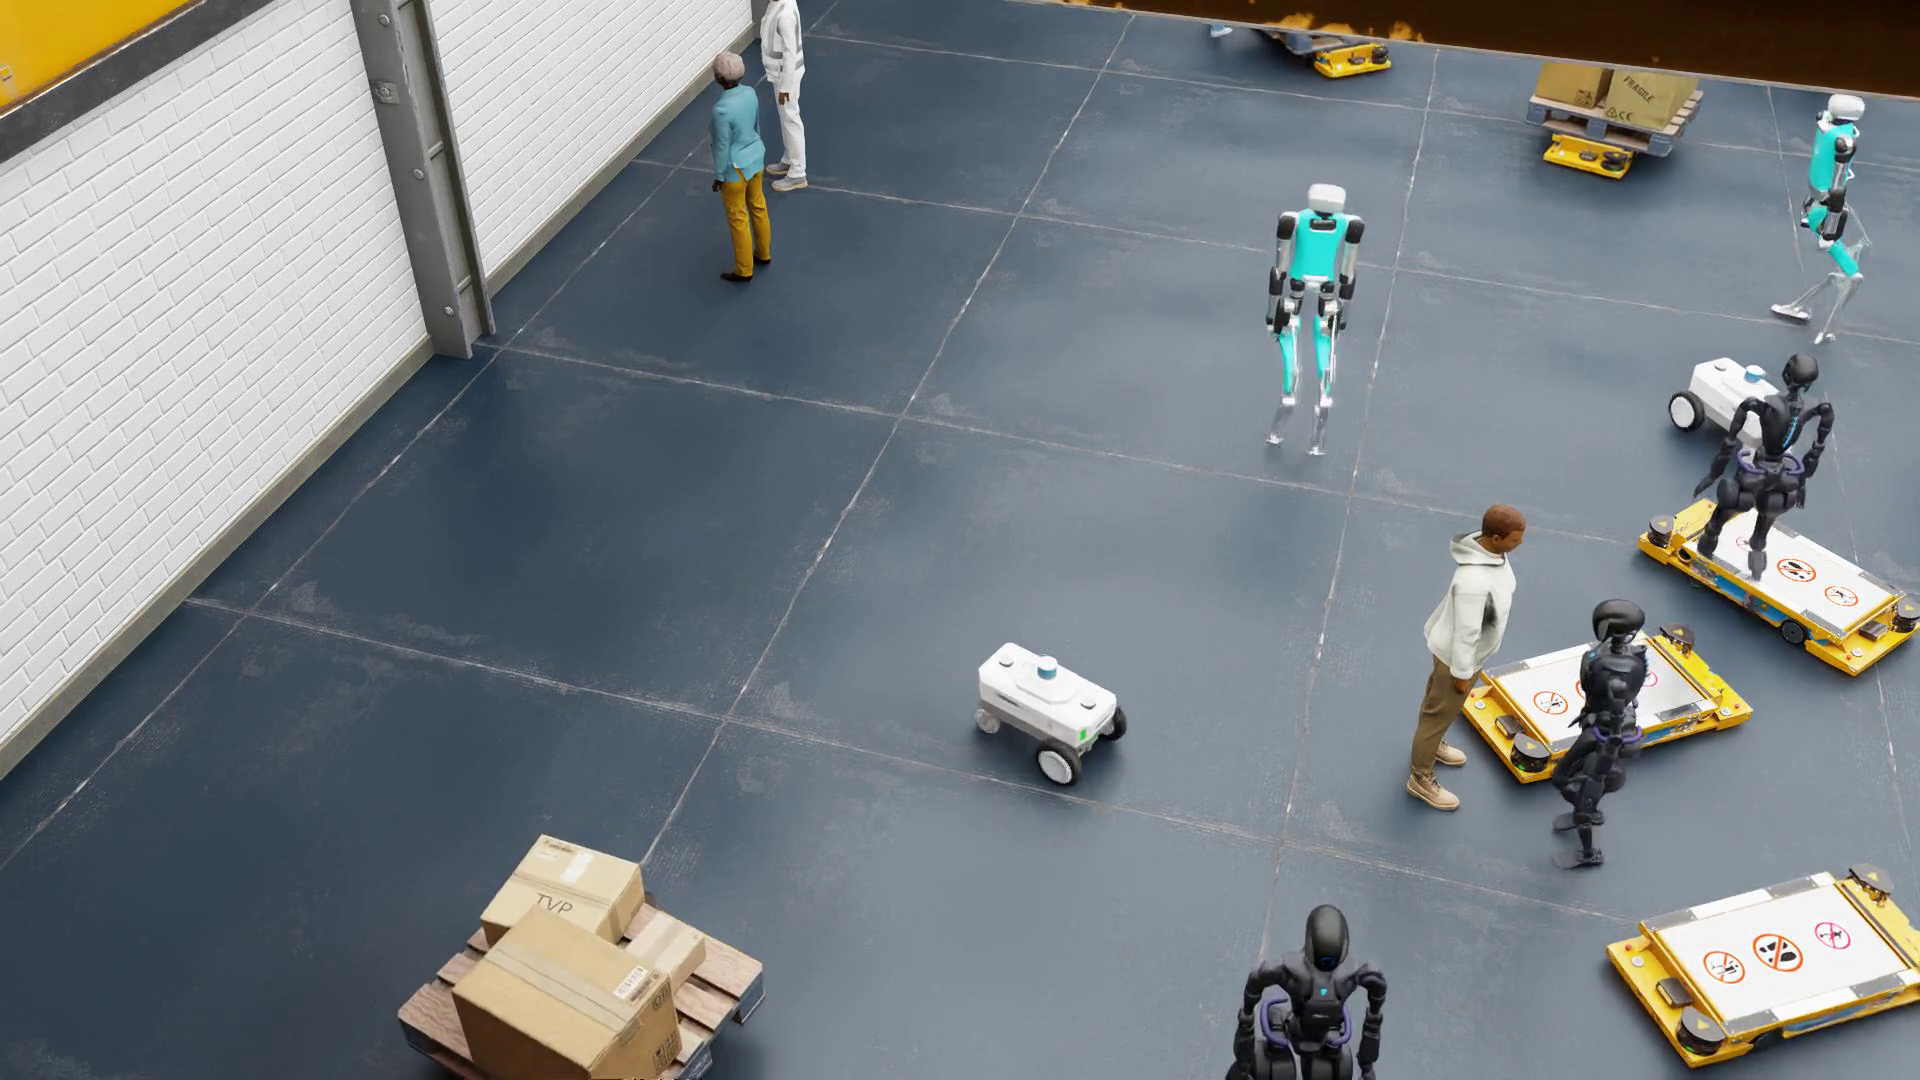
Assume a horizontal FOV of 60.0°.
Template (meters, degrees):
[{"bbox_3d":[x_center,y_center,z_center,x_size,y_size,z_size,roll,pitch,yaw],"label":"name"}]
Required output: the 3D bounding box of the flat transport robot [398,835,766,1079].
[{"bbox_3d":[-1.624,2.182,7.290,0.659,0.231,1.431,20,43,23],"label":"flat transport robot"}]

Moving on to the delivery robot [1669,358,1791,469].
[{"bbox_3d":[5.090,-0.865,10.861,0.499,0.606,0.807,-14,41,-17],"label":"delivery robot"}]

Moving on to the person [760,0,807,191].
[{"bbox_3d":[-1.429,-3.743,13.374,0.356,1.882,0.573,-8,39,-9],"label":"person"}]

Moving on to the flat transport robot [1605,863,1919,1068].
[{"bbox_3d":[3.773,1.929,7.605,1.431,0.231,0.659,-11,40,-13],"label":"flat transport robot"}]

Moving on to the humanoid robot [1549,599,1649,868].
[{"bbox_3d":[2.983,0.931,7.737,0.407,1.640,0.610,8,39,9],"label":"humanoid robot"}]

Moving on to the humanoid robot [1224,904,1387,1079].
[{"bbox_3d":[1.335,1.953,6.494,0.594,1.646,0.748,0,39,0],"label":"humanoid robot"}]

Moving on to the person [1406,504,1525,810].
[{"bbox_3d":[2.444,0.538,8.140,0.373,1.767,0.521,14,41,17],"label":"person"}]

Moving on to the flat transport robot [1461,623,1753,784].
[{"bbox_3d":[3.457,0.864,8.930,1.431,0.231,0.659,-12,40,-15],"label":"flat transport robot"}]

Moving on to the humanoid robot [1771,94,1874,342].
[{"bbox_3d":[6.182,-2.226,11.603,0.792,1.780,0.546,3,39,4],"label":"humanoid robot"}]

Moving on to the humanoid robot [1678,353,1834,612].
[{"bbox_3d":[4.467,-0.307,9.276,0.600,1.648,0.583,2,39,3],"label":"humanoid robot"}]

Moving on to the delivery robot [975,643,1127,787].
[{"bbox_3d":[0.448,0.858,8.702,0.772,0.586,0.499,25,45,28],"label":"delivery robot"}]

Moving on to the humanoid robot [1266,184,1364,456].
[{"bbox_3d":[2.193,-1.267,10.435,0.530,1.797,0.792,3,39,4],"label":"humanoid robot"}]

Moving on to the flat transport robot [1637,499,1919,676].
[{"bbox_3d":[4.781,0.220,9.731,0.659,0.231,1.431,-24,45,-27],"label":"flat transport robot"}]

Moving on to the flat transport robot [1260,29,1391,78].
[{"bbox_3d":[3.483,-4.835,16.018,0.659,0.231,1.431,-14,41,-17],"label":"flat transport robot"}]

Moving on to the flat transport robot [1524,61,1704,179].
[{"bbox_3d":[5.621,-3.544,14.413,0.659,0.231,1.431,23,44,26],"label":"flat transport robot"}]

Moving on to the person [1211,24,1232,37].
[{"bbox_3d":[2.626,-5.711,15.970,0.516,1.693,0.495,-28,46,-30],"label":"person"}]

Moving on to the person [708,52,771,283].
[{"bbox_3d":[-1.636,-2.737,12.224,0.341,1.754,0.520,18,42,21],"label":"person"}]
